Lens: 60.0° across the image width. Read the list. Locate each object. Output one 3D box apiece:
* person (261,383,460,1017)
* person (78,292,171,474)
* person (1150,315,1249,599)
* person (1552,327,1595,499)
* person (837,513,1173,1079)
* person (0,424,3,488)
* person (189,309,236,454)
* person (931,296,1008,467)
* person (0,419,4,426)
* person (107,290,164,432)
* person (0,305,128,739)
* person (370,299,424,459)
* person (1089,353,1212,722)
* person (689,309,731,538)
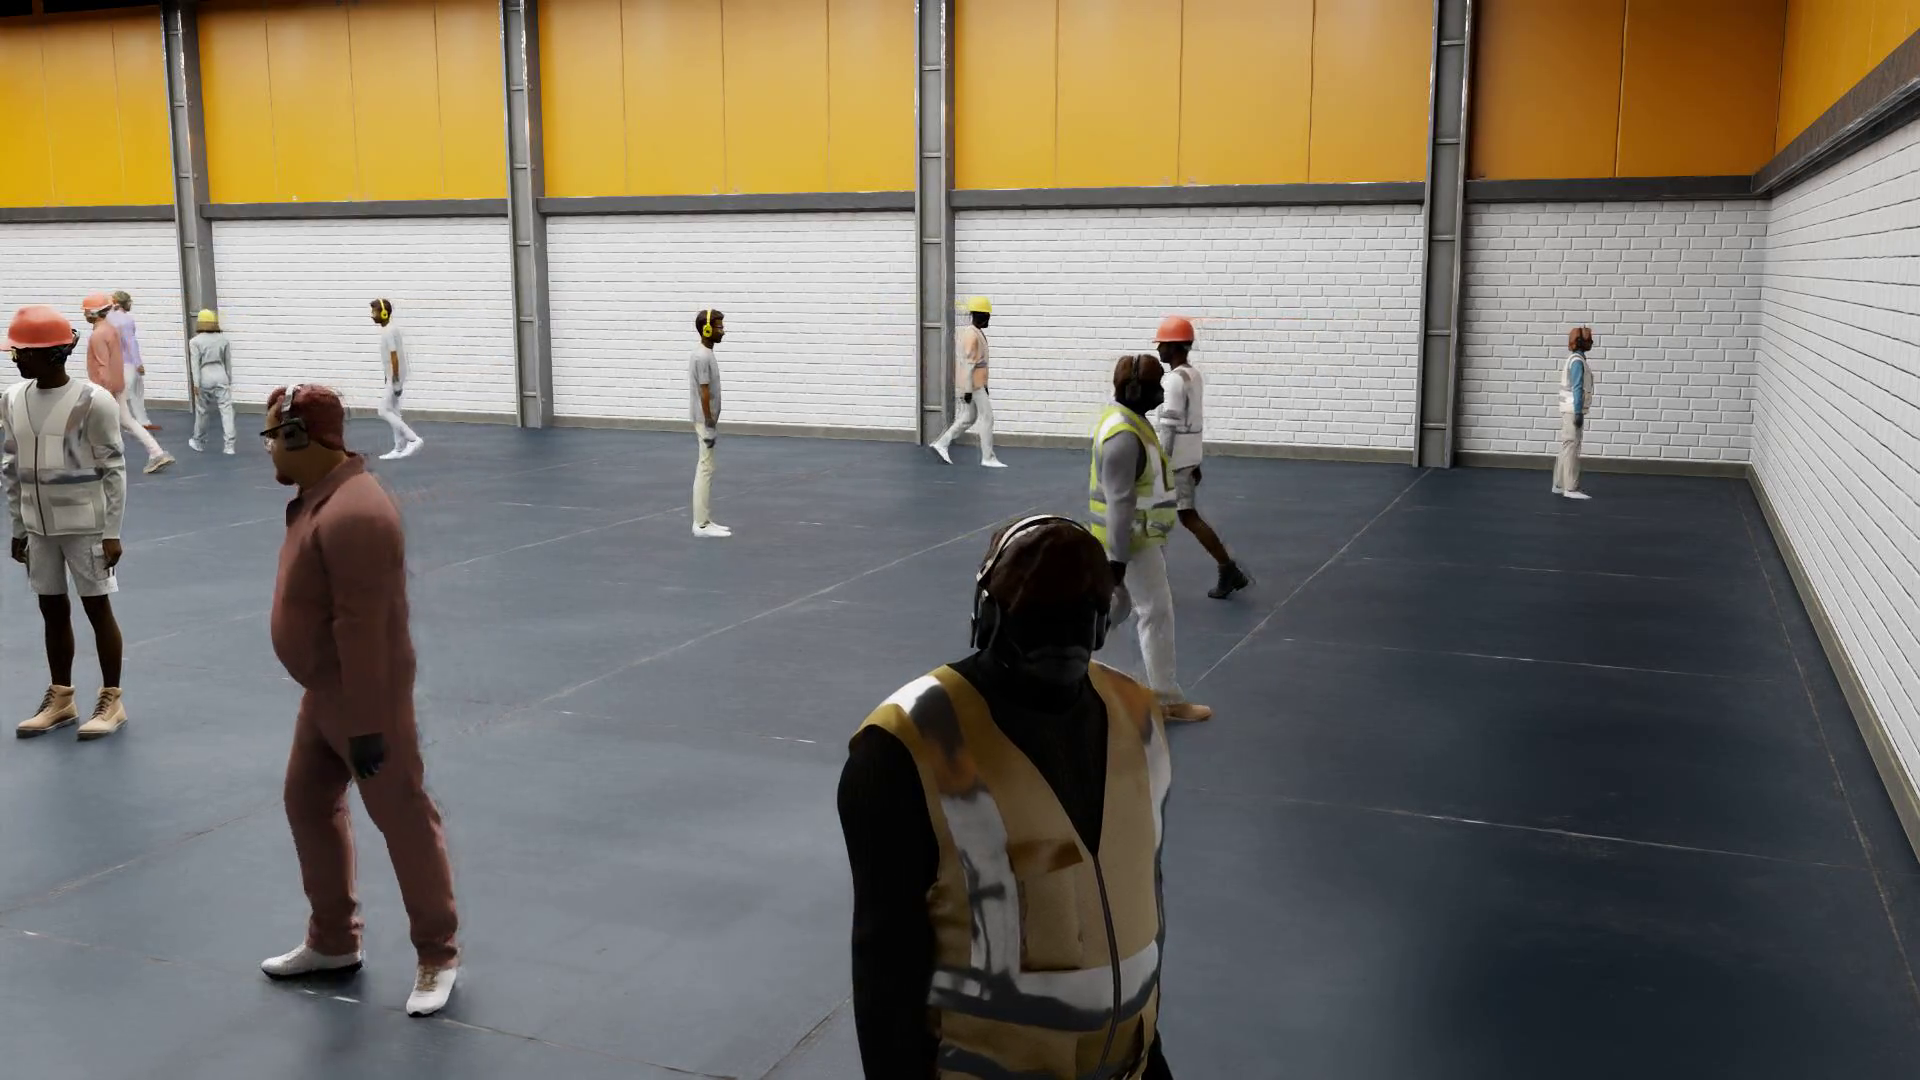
[{"bbox_3d":[-1.864,0.468,5.017,0.605,1.868,0.725,-5,11,-29],"label":"person"},{"bbox_3d":[-8.944,-1.636,17.561,1.022,1.956,0.623,-1,9,-6],"label":"person"},{"bbox_3d":[1.513,-0.550,11.112,0.962,1.903,0.555,4,10,21],"label":"person"},{"bbox_3d":[5.898,-1.206,15.937,0.403,1.638,0.527,2,10,14],"label":"person"},{"bbox_3d":[0.112,0.868,2.702,0.619,1.840,0.430,-7,12,-36],"label":"person"},{"bbox_3d":[-9.714,-1.307,16.328,0.436,1.684,0.540,9,13,44],"label":"person"},{"bbox_3d":[-8.896,-1.877,19.745,0.881,1.695,0.509,9,13,44],"label":"person"},{"bbox_3d":[0.097,-1.747,18.400,0.843,1.906,0.593,1,9,4],"label":"person"},{"bbox_3d":[-13.468,-2.420,23.050,0.534,1.697,0.318,8,12,40],"label":"person"},{"bbox_3d":[-11.067,-2.330,21.893,0.924,1.908,0.632,-8,12,-41],"label":"person"},{"bbox_3d":[-4.202,-0.073,7.787,0.609,2.040,0.395,2,10,12],"label":"person"},{"bbox_3d":[-6.484,-1.832,19.035,0.424,1.846,0.533,-2,10,-14],"label":"person"},{"bbox_3d":[0.779,-0.013,8.126,0.861,1.814,0.630,1,9,4],"label":"person"},{"bbox_3d":[-2.065,-0.951,13.657,0.310,1.858,0.533,-2,10,-11],"label":"person"}]
